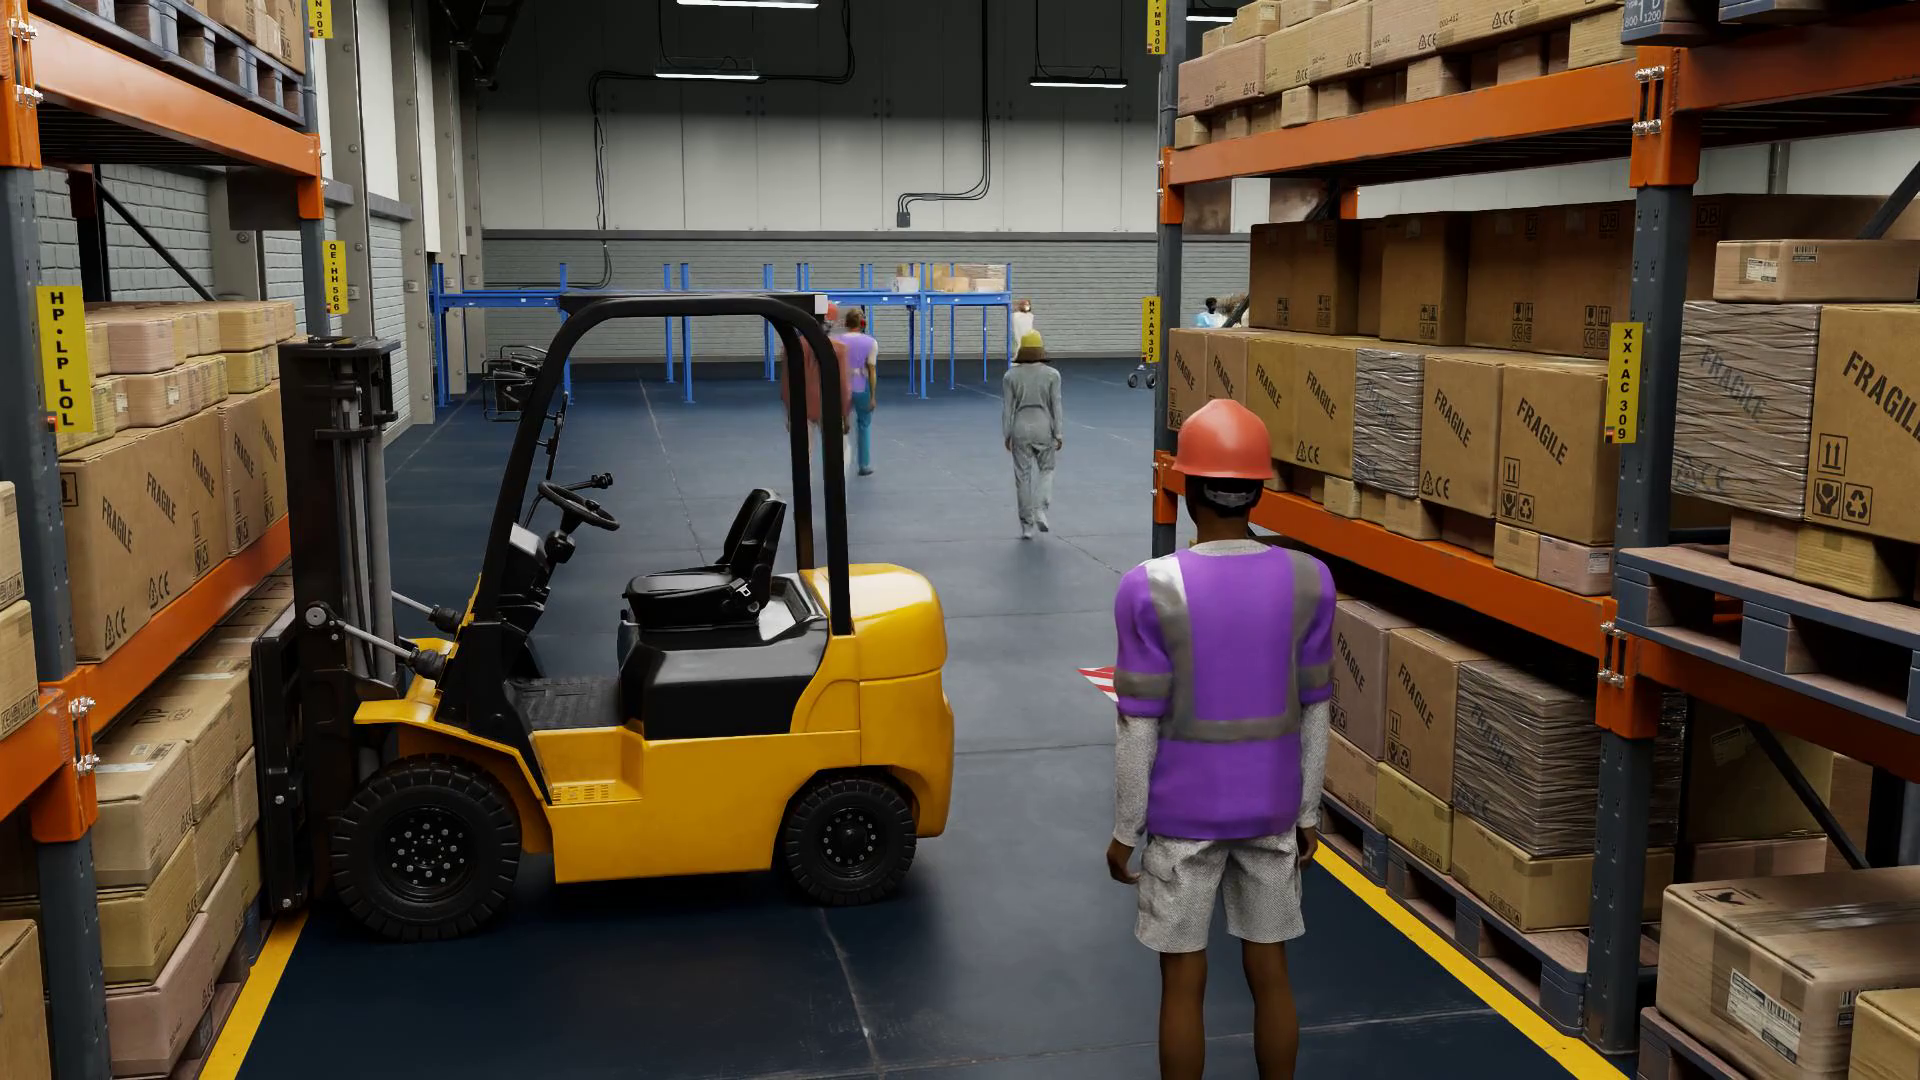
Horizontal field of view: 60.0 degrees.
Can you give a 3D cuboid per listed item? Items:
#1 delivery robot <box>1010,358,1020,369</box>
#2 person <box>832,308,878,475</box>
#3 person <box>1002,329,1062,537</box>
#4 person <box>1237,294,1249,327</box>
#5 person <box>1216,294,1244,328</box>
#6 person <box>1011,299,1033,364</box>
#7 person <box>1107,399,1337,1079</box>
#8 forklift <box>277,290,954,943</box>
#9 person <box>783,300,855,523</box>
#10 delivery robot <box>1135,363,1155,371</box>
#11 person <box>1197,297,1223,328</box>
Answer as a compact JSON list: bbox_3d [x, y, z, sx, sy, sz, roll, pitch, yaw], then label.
[{"bbox_3d":[1.272,-3.588,33.776,0.477,0.478,0.707,-6,11,-32],"label":"delivery robot"},{"bbox_3d":[-1.175,-1.582,17.874,0.576,1.822,0.792,3,10,18],"label":"person"},{"bbox_3d":[0.603,-0.895,13.920,0.512,1.726,0.377,1,9,6],"label":"person"},{"bbox_3d":[4.681,-3.204,27.834,0.463,1.799,0.765,7,11,35],"label":"person"},{"bbox_3d":[3.279,-1.990,20.025,0.442,1.920,0.639,6,11,31],"label":"person"},{"bbox_3d":[1.249,-4.078,33.683,0.508,1.615,0.540,-6,11,-34],"label":"person"},{"bbox_3d":[0.613,0.634,3.995,0.543,1.939,0.360,-2,10,-12],"label":"person"},{"bbox_3d":[-1.179,0.175,6.143,2.313,2.155,1.214,-2,10,-12],"label":"forklift"},{"bbox_3d":[-1.237,-1.135,14.750,0.673,1.967,0.432,2,10,13],"label":"person"},{"bbox_3d":[3.556,-3.311,31.304,0.335,0.223,0.698,8,12,39],"label":"delivery robot"},{"bbox_3d":[4.795,-3.776,31.643,0.632,1.668,0.515,-4,10,-24],"label":"person"}]
